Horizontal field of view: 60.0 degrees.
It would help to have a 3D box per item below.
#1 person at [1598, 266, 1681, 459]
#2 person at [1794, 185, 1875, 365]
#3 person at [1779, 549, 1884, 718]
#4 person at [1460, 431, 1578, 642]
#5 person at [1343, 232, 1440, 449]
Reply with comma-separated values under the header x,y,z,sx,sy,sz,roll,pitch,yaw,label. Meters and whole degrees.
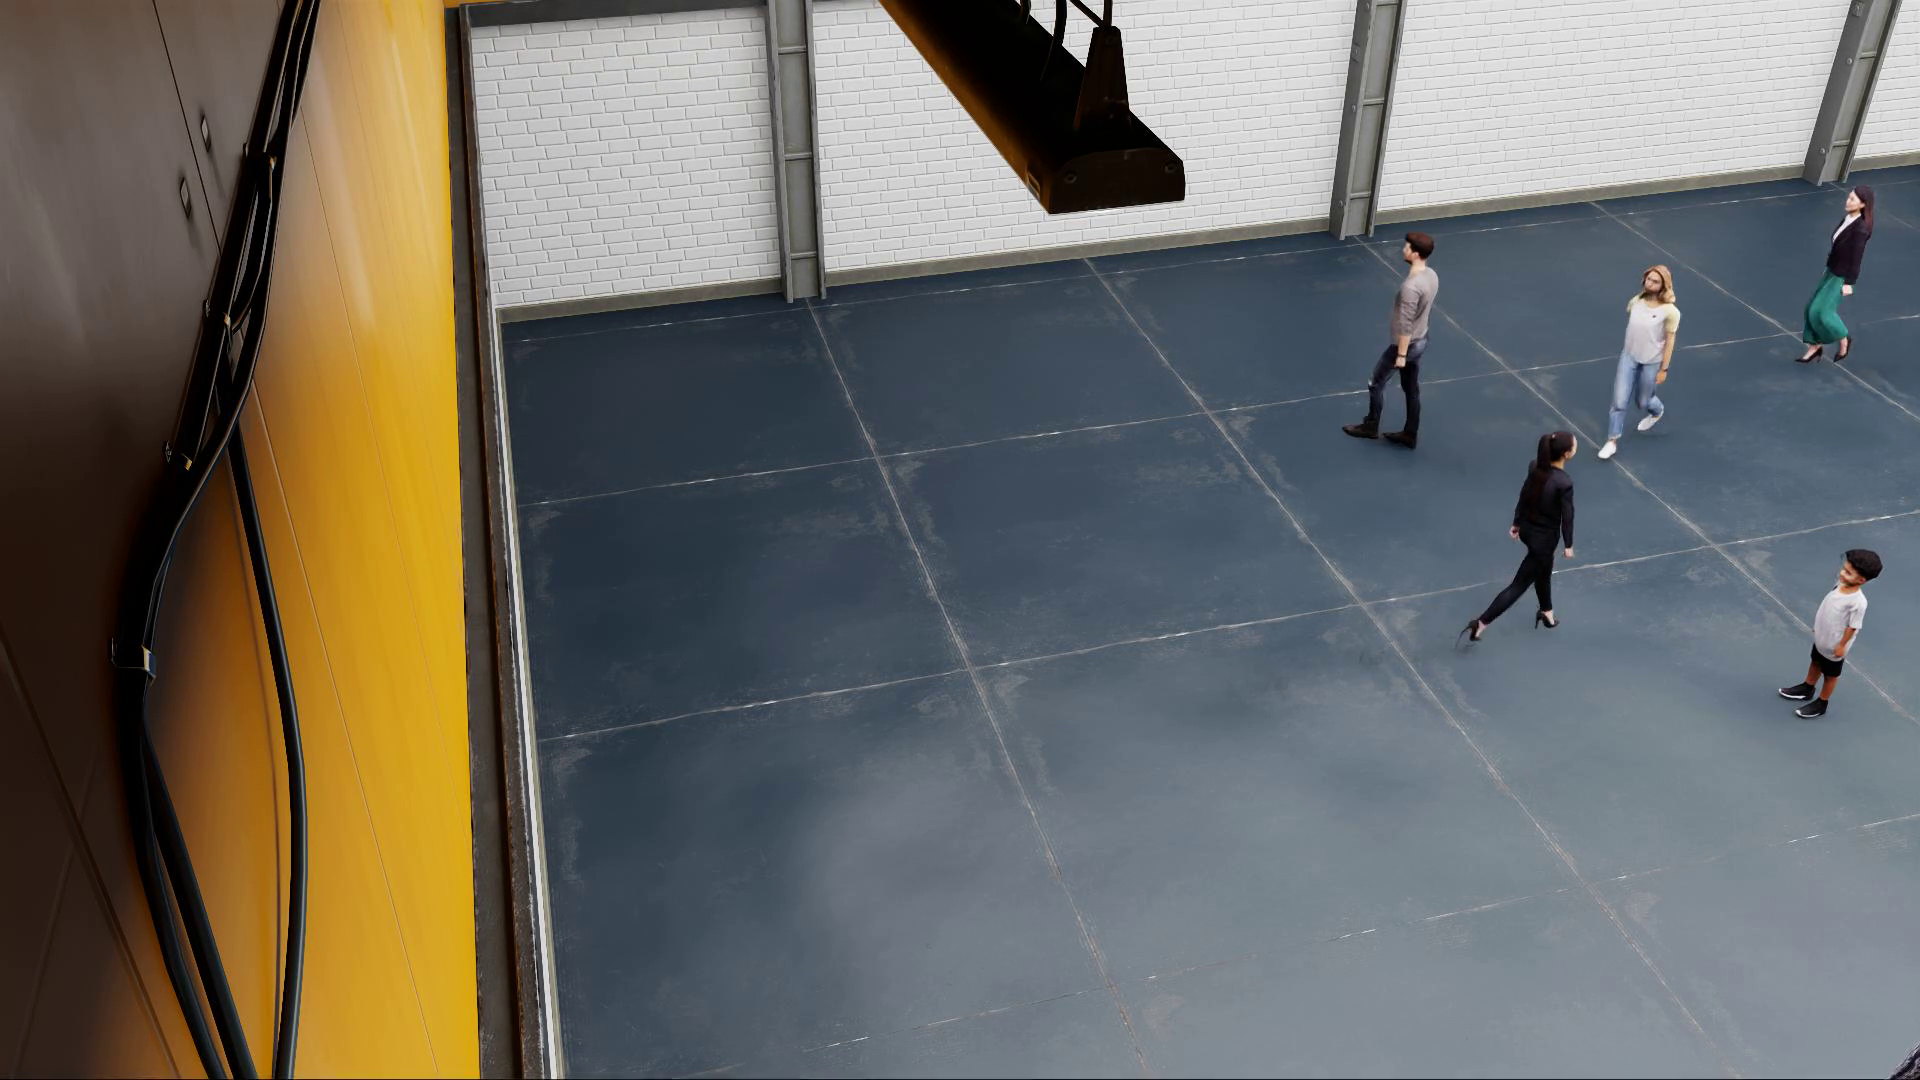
x,y,z,sx,sy,sz,roll,pitch,yaw,label
5.663,-1.484,13.696,1.102,1.699,0.891,-22,39,-29,person
7.980,-2.339,14.959,0.871,1.726,0.770,2,34,3,person
5.777,0.596,10.962,0.536,1.261,0.520,-3,34,-5,person
3.907,0.037,11.430,1.080,1.676,0.623,-10,35,-15,person
3.767,-1.589,13.691,1.027,1.881,0.976,21,39,29,person
